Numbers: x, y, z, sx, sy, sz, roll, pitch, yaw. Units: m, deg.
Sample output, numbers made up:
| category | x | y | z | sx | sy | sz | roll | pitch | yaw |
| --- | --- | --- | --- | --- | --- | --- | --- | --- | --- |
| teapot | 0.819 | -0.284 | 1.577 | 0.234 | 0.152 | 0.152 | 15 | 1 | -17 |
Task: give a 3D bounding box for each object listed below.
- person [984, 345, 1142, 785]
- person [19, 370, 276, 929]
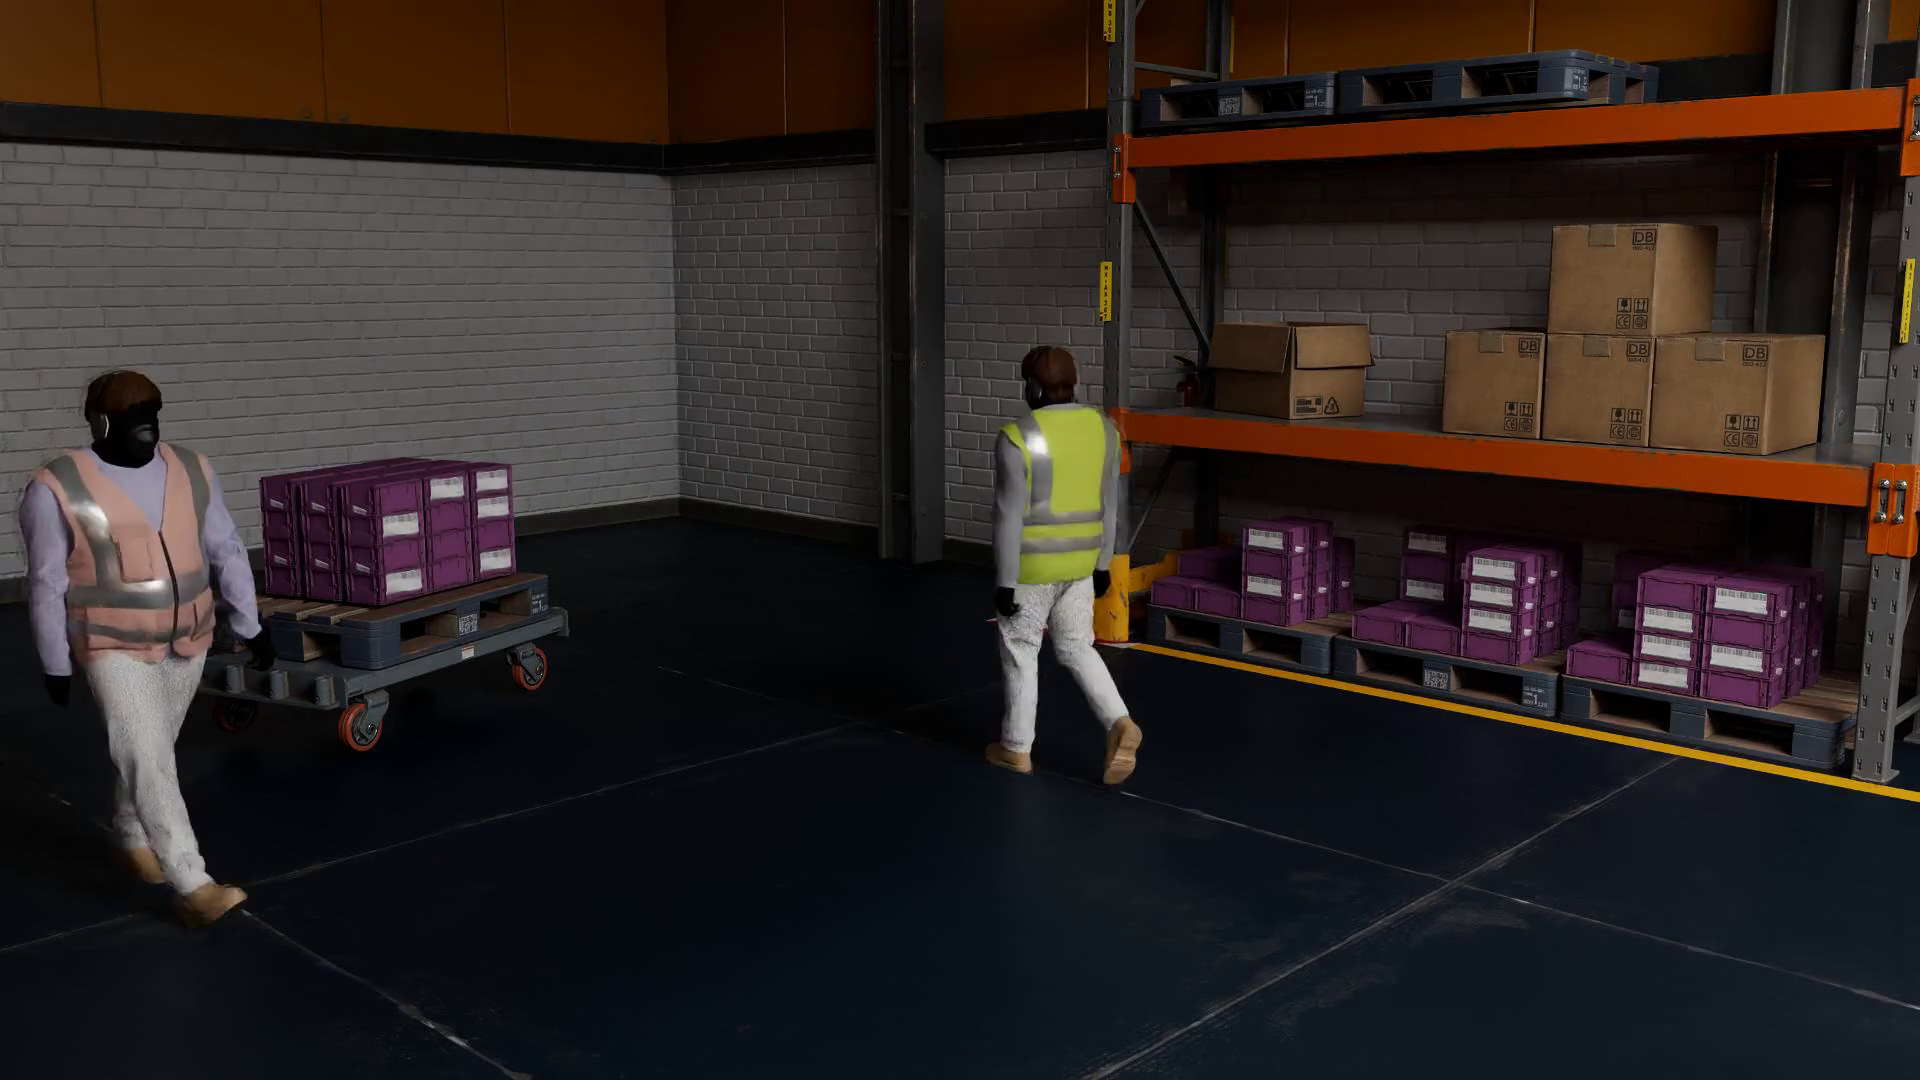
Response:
| category | x | y | z | sx | sy | sz | roll | pitch | yaw |
| --- | --- | --- | --- | --- | --- | --- | --- | --- | --- |
| person | 0.408 | 0.111 | 6.813 | 0.636 | 1.819 | 0.782 | -6 | 11 | -34 |
| person | -2.653 | 0.343 | 5.478 | 0.983 | 1.791 | 0.640 | 6 | 11 | 33 |
